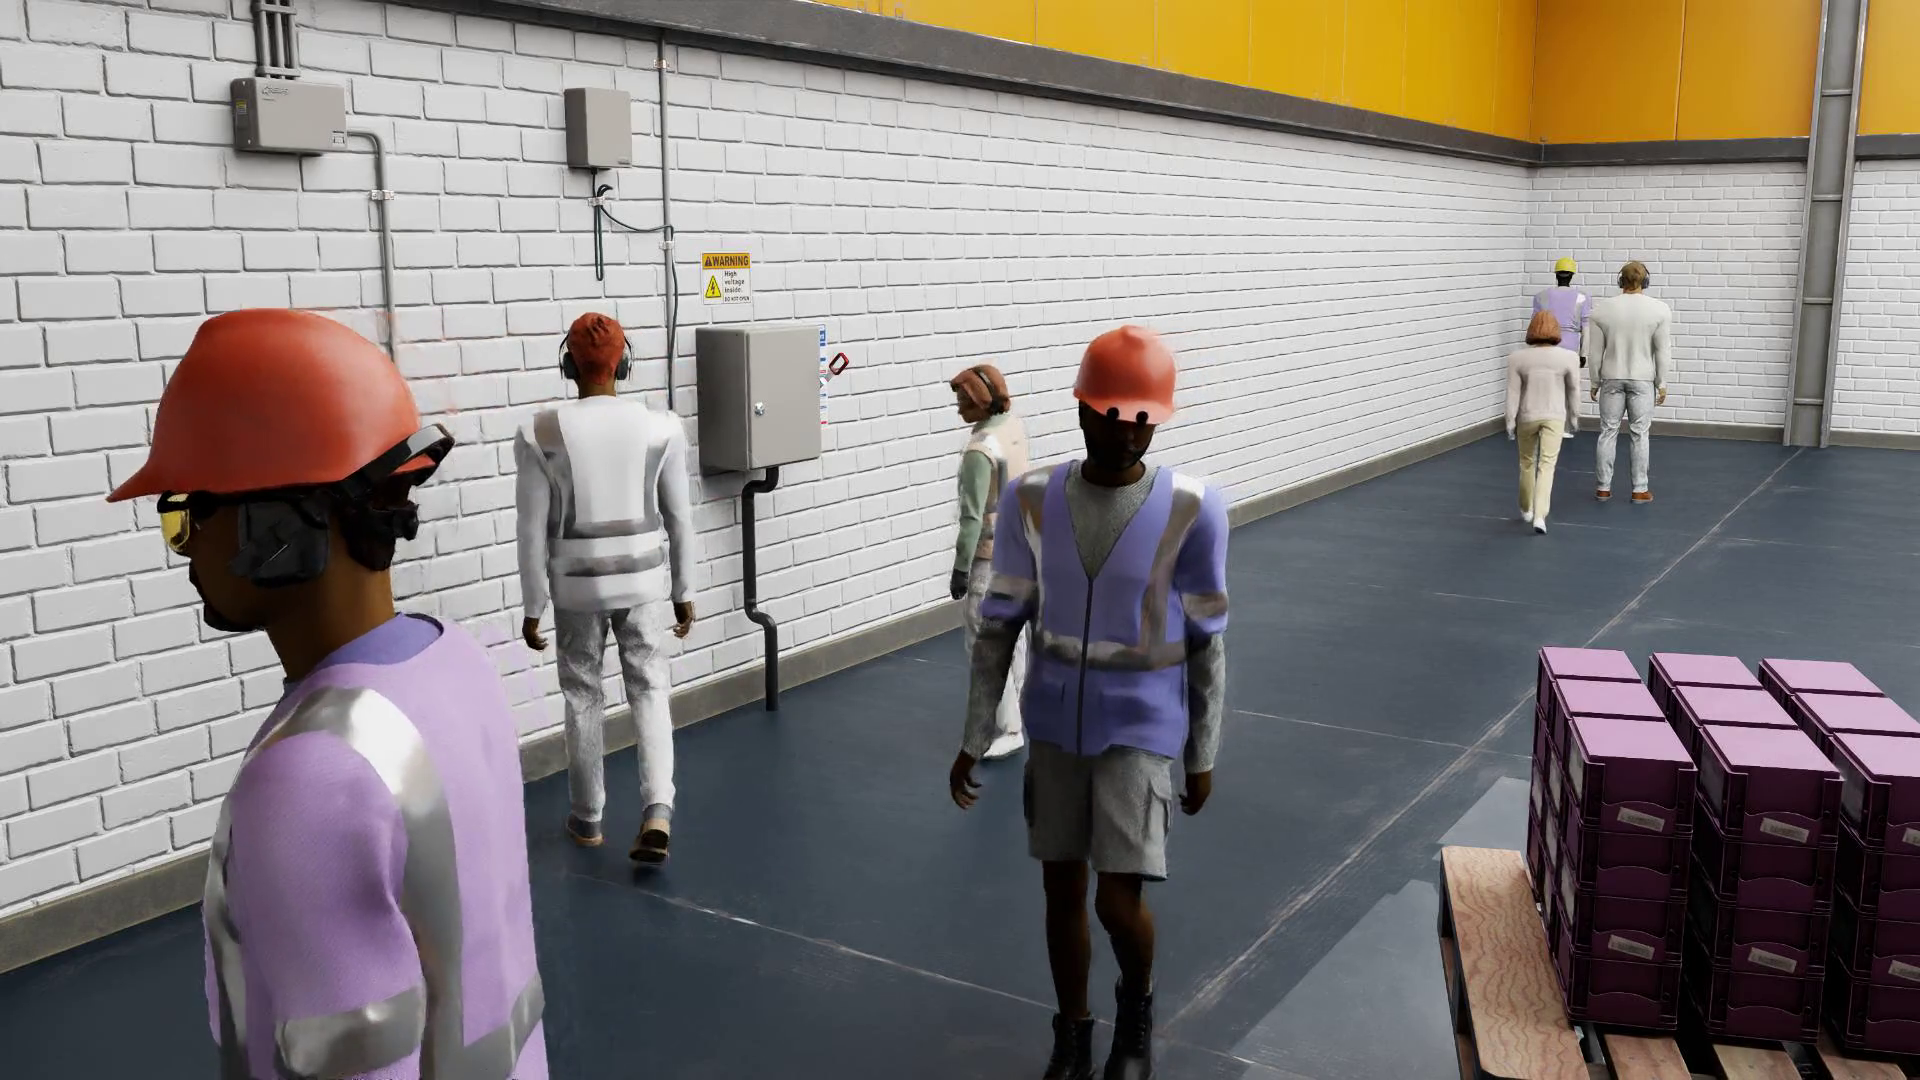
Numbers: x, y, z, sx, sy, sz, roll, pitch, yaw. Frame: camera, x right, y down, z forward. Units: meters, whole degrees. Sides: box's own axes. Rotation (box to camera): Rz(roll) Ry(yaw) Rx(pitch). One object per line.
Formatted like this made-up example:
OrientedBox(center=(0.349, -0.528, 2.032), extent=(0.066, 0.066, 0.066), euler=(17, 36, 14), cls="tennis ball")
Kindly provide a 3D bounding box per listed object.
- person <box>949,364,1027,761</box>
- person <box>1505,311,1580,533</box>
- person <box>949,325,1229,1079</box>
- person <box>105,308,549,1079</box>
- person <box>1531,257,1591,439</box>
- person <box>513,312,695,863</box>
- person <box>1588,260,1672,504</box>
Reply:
OrientedBox(center=(0.143, 0.079, 6.845), extent=(0.324, 1.610, 0.602), euler=(4, 11, 23), cls="person")
OrientedBox(center=(4.229, -0.867, 12.116), extent=(0.500, 1.593, 0.855), euler=(5, 11, 25), cls="person")
OrientedBox(center=(0.304, 0.457, 3.904), extent=(0.604, 1.914, 0.411), euler=(4, 11, 23), cls="person")
OrientedBox(center=(-0.661, 0.764, 1.867), extent=(0.434, 2.030, 0.609), euler=(0, 10, 1), cls="person")
OrientedBox(center=(6.356, -2.029, 17.652), extent=(0.585, 1.919, 0.388), euler=(3, 11, 17), cls="person")
OrientedBox(center=(-1.181, 0.175, 5.579), extent=(0.587, 1.871, 0.739), euler=(-4, 11, -23), cls="person")
OrientedBox(center=(5.346, -1.258, 13.321), extent=(0.630, 1.940, 0.373), euler=(6, 12, 31), cls="person")
